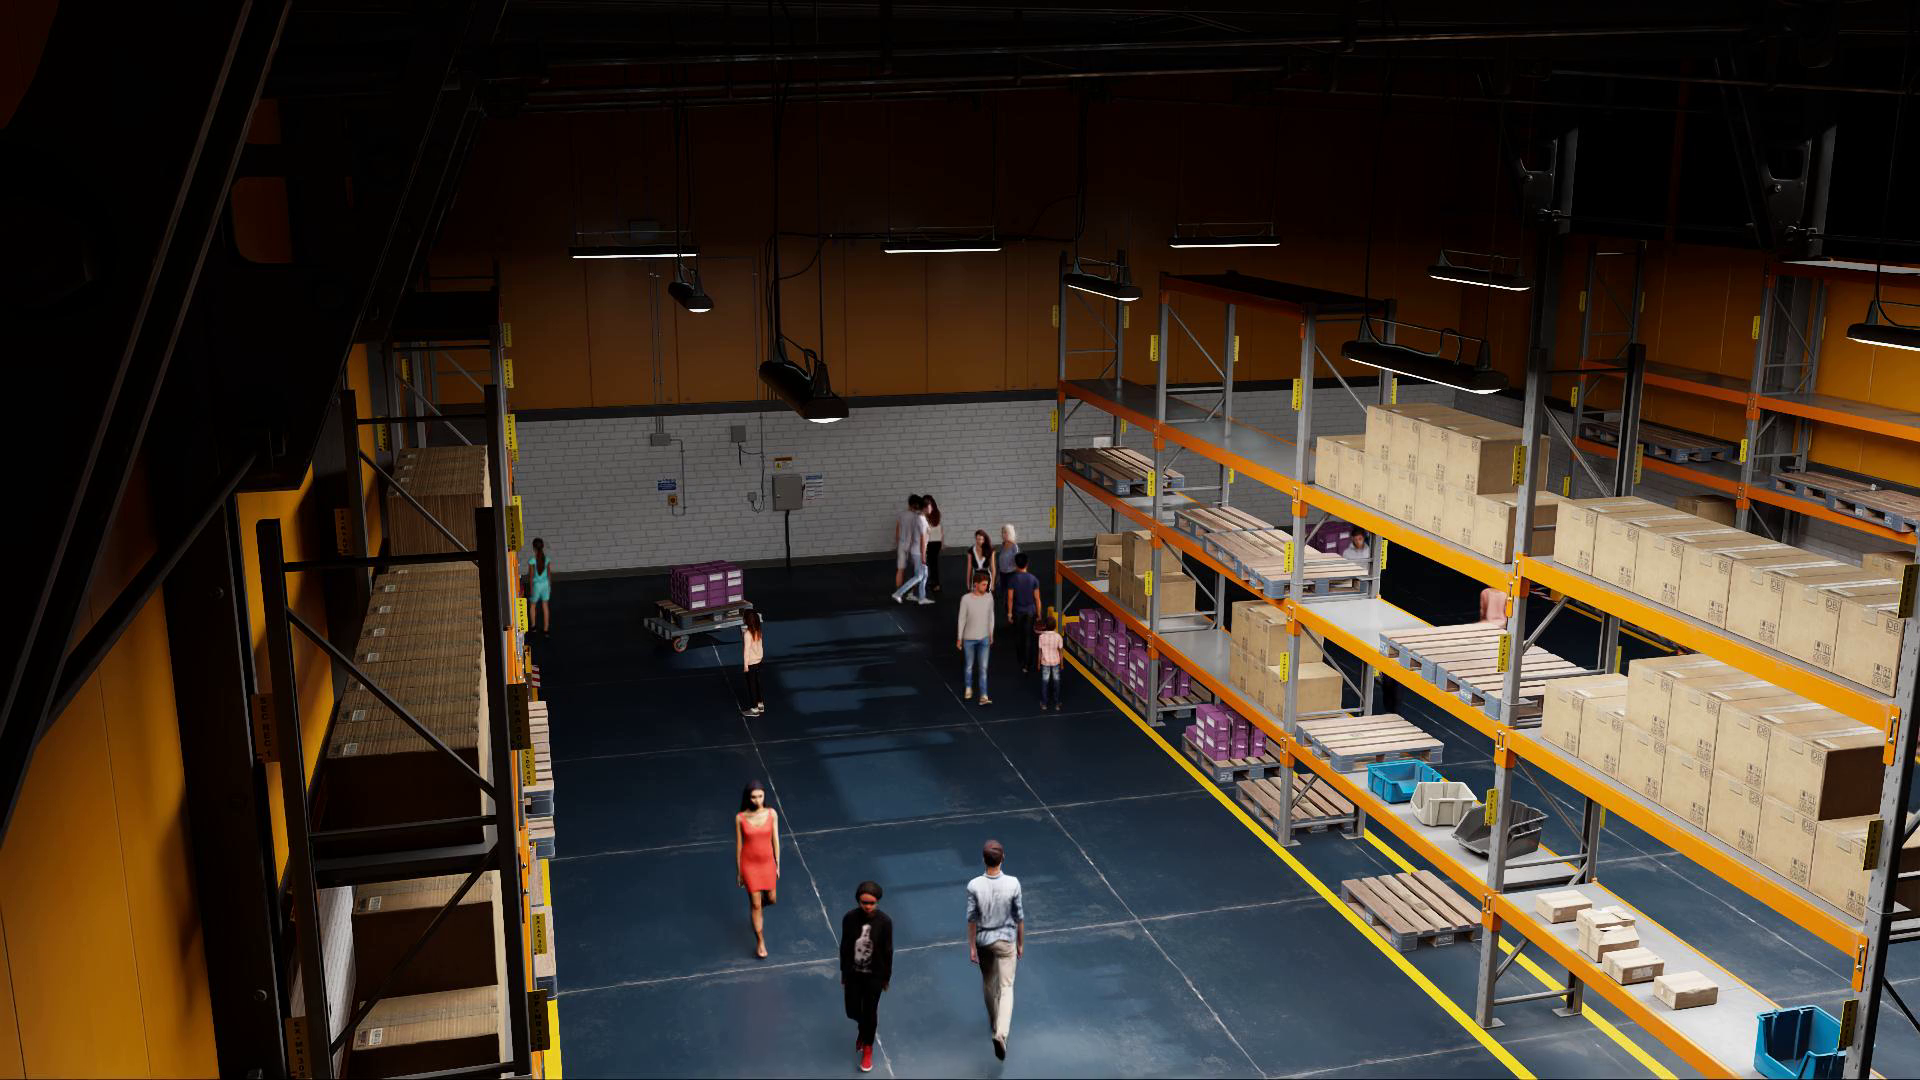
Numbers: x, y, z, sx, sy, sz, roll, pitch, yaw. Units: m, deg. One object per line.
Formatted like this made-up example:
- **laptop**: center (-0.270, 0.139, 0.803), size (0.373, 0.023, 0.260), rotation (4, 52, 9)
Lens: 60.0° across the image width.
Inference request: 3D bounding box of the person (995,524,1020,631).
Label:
- **person**: center (0.846, 0.586, 26.357), size (0.750, 1.713, 0.661), rotation (-9, 16, -33)

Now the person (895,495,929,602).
- **person**: center (-0.865, 0.140, 27.980), size (0.823, 1.817, 0.906), rotation (5, 14, 19)

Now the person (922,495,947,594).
- **person**: center (-0.420, 0.089, 28.472), size (0.859, 1.684, 1.006), rotation (-10, 17, -35)

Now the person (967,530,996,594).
- **person**: center (0.333, 0.709, 25.791), size (0.758, 1.741, 1.204), rotation (0, 14, -2)

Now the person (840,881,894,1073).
- **person**: center (-0.787, 3.606, 14.000), size (0.731, 1.659, 0.799), rotation (2, 14, 7)

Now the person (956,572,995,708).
- **person**: center (0.201, 1.338, 22.963), size (0.786, 1.850, 1.152), rotation (-2, 14, -9)

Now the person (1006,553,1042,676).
- **person**: center (0.926, 1.112, 24.129), size (0.861, 1.739, 1.254), rotation (0, 14, 0)

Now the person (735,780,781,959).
- **person**: center (-1.954, 3.107, 15.968), size (0.609, 1.702, 0.905), rotation (-4, 14, -18)

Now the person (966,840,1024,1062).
- **person**: center (0.294, 3.487, 14.154), size (0.882, 1.818, 1.216), rotation (1, 14, 4)

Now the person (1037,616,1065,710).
- **person**: center (1.235, 1.671, 22.739), size (0.560, 1.307, 0.547), rotation (0, 14, 2)

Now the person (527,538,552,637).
- **person**: center (-6.550, 0.753, 26.035), size (0.739, 1.540, 0.898), rotation (-10, 17, -35)

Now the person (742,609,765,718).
- **person**: center (-2.801, 1.643, 22.487), size (0.692, 1.481, 0.575), rotation (3, 14, 13)

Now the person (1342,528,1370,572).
- **person**: center (6.057, 0.703, 25.494), size (0.848, 1.893, 1.201), rotation (-2, 14, -10)

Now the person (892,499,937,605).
- **person**: center (-0.766, 0.244, 27.552), size (0.760, 1.816, 0.945), rotation (-4, 14, -15)
